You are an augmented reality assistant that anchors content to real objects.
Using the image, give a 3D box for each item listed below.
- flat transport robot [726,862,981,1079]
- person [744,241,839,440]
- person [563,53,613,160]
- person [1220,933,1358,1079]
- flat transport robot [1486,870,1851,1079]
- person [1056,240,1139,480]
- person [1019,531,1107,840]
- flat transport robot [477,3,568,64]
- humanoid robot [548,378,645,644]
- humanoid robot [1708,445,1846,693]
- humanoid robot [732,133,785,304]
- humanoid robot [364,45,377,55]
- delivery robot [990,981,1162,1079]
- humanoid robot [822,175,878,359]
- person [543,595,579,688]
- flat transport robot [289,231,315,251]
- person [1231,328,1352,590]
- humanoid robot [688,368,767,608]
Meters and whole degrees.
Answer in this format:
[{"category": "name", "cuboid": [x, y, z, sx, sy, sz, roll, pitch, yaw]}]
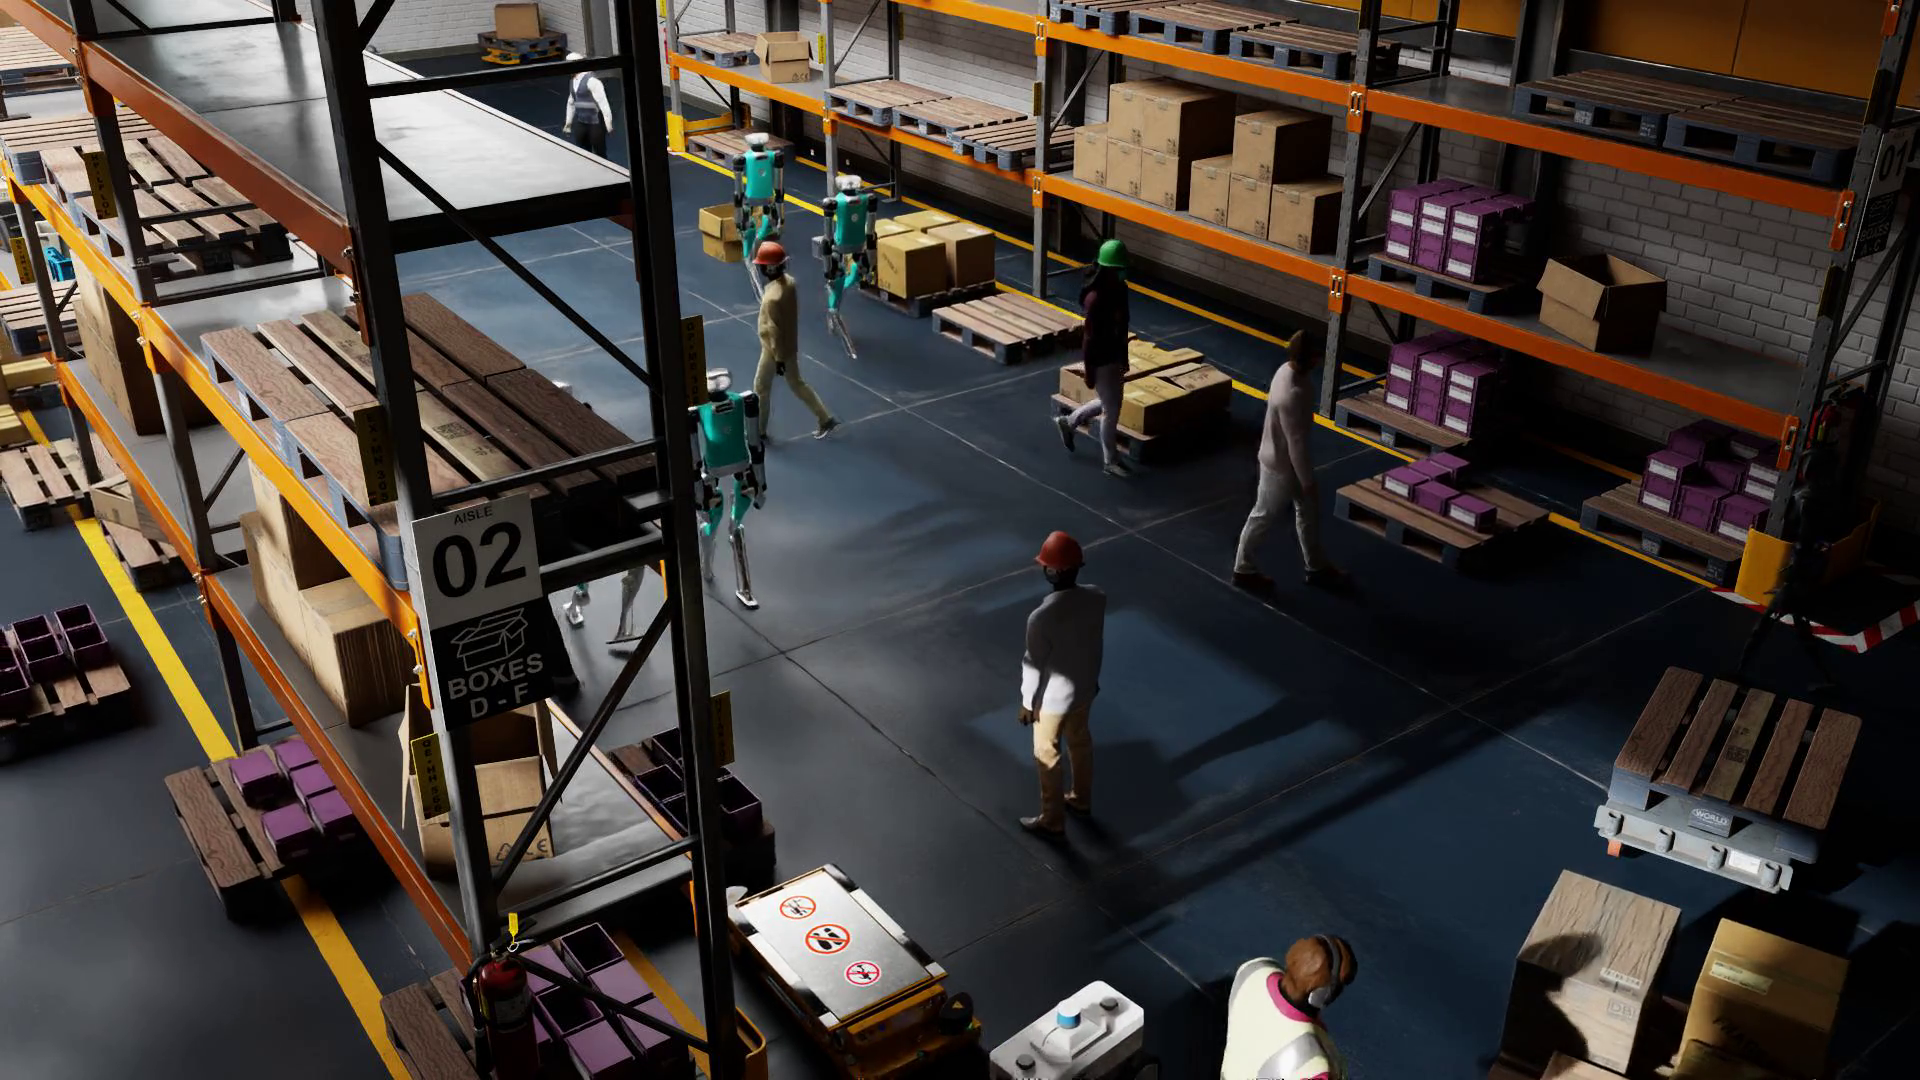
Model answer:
[{"category": "flat transport robot", "cuboid": [-0.578, 2.033, 7.944, 0.659, 0.231, 1.431, -18, 32, -31]}, {"category": "person", "cuboid": [-1.437, -1.606, 13.565, 0.828, 1.722, 0.564, 6, 27, 12]}, {"category": "person", "cuboid": [-4.555, -5.156, 20.640, 0.798, 1.715, 0.415, 18, 32, 32]}, {"category": "person", "cuboid": [1.048, 2.156, 6.005, 0.903, 1.802, 0.648, -6, 27, -12]}, {"category": "flat transport robot", "cuboid": [2.871, 2.517, 6.981, 0.659, 0.231, 1.431, 16, 31, 29]}, {"category": "person", "cuboid": [1.088, -1.437, 12.995, 0.735, 1.924, 0.505, 17, 31, 30]}, {"category": "person", "cuboid": [0.525, 0.766, 8.824, 0.362, 1.741, 0.570, 22, 34, 37]}, {"category": "flat transport robot", "cuboid": [-7.501, -8.452, 28.799, 0.659, 0.231, 1.431, 20, 33, 34]}, {"category": "humanoid robot", "cuboid": [-2.332, -0.101, 10.598, 0.987, 1.731, 0.549, 24, 35, 38]}, {"category": "humanoid robot", "cuboid": [5.105, 0.204, 10.070, 0.762, 1.637, 0.615, 16, 31, 28]}, {"category": "humanoid robot", "cuboid": [-2.141, -3.334, 17.019, 0.544, 1.786, 0.928, -12, 29, -22]}, {"category": "humanoid robot", "cuboid": [-7.462, -5.560, 21.478, 0.462, 1.637, 0.585, -14, 30, -25]}, {"category": "delivery robot", "cuboid": [0.482, 2.244, 7.210, 0.774, 0.599, 0.499, -23, 34, -38]}, {"category": "humanoid robot", "cuboid": [-1.153, -2.628, 15.605, 0.541, 1.763, 0.941, -13, 29, -24]}, {"category": "person", "cuboid": [-2.721, 0.016, 10.262, 0.638, 1.784, 0.976, -24, 35, -39]}, {"category": "flat transport robot", "cuboid": [-7.272, -3.134, 18.221, 1.431, 0.231, 0.659, 15, 31, 28]}, {"category": "person", "cuboid": [2.310, -0.494, 11.161, 0.927, 1.901, 0.645, 8, 28, 15]}, {"category": "humanoid robot", "cuboid": [-1.637, -0.372, 11.181, 0.578, 1.848, 0.866, -11, 29, -21]}]
